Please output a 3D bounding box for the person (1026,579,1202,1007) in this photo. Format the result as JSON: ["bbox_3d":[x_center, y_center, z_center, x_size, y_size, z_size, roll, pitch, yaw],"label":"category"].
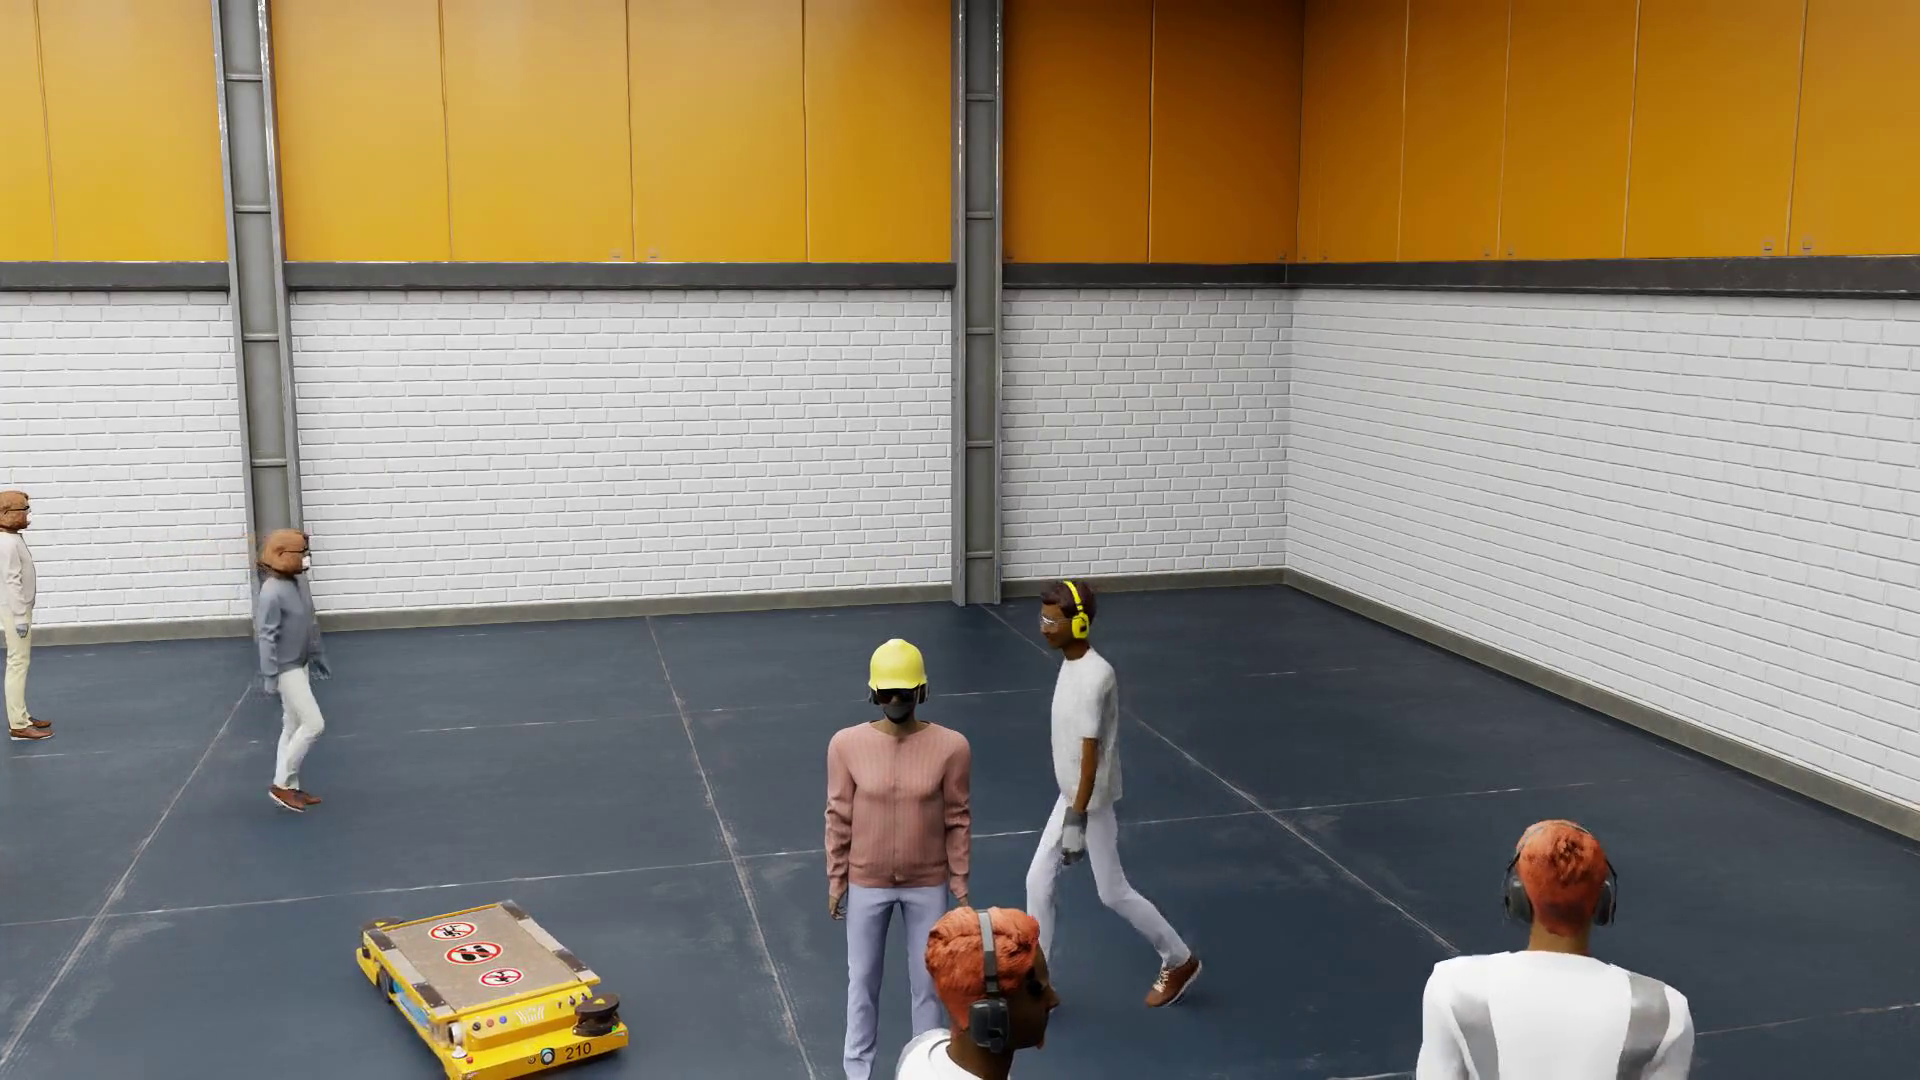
[{"bbox_3d":[0.563,1.056,6.742,0.951,1.825,0.561,-2,9,-12],"label":"person"}]

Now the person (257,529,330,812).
[{"bbox_3d":[-3.750,0.737,9.367,0.387,1.619,0.508,-1,9,-4],"label":"person"}]

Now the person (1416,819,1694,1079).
[{"bbox_3d":[1.274,1.541,3.647,0.580,1.855,0.902,3,9,16],"label":"person"}]

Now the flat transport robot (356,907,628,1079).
[{"bbox_3d":[-1.958,1.812,6.836,0.652,0.197,1.431,-6,11,-34],"label":"flat transport robot"}]

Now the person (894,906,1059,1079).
[{"bbox_3d":[0.037,1.601,3.142,0.354,1.883,0.572,-2,9,-13],"label":"person"}]

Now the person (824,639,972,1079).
[{"bbox_3d":[-0.218,1.216,5.910,0.523,1.769,0.314,0,9,-3],"label":"person"}]

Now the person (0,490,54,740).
[{"bbox_3d":[-6.154,0.485,10.882,0.270,1.632,0.508,-5,10,-29],"label":"person"}]
